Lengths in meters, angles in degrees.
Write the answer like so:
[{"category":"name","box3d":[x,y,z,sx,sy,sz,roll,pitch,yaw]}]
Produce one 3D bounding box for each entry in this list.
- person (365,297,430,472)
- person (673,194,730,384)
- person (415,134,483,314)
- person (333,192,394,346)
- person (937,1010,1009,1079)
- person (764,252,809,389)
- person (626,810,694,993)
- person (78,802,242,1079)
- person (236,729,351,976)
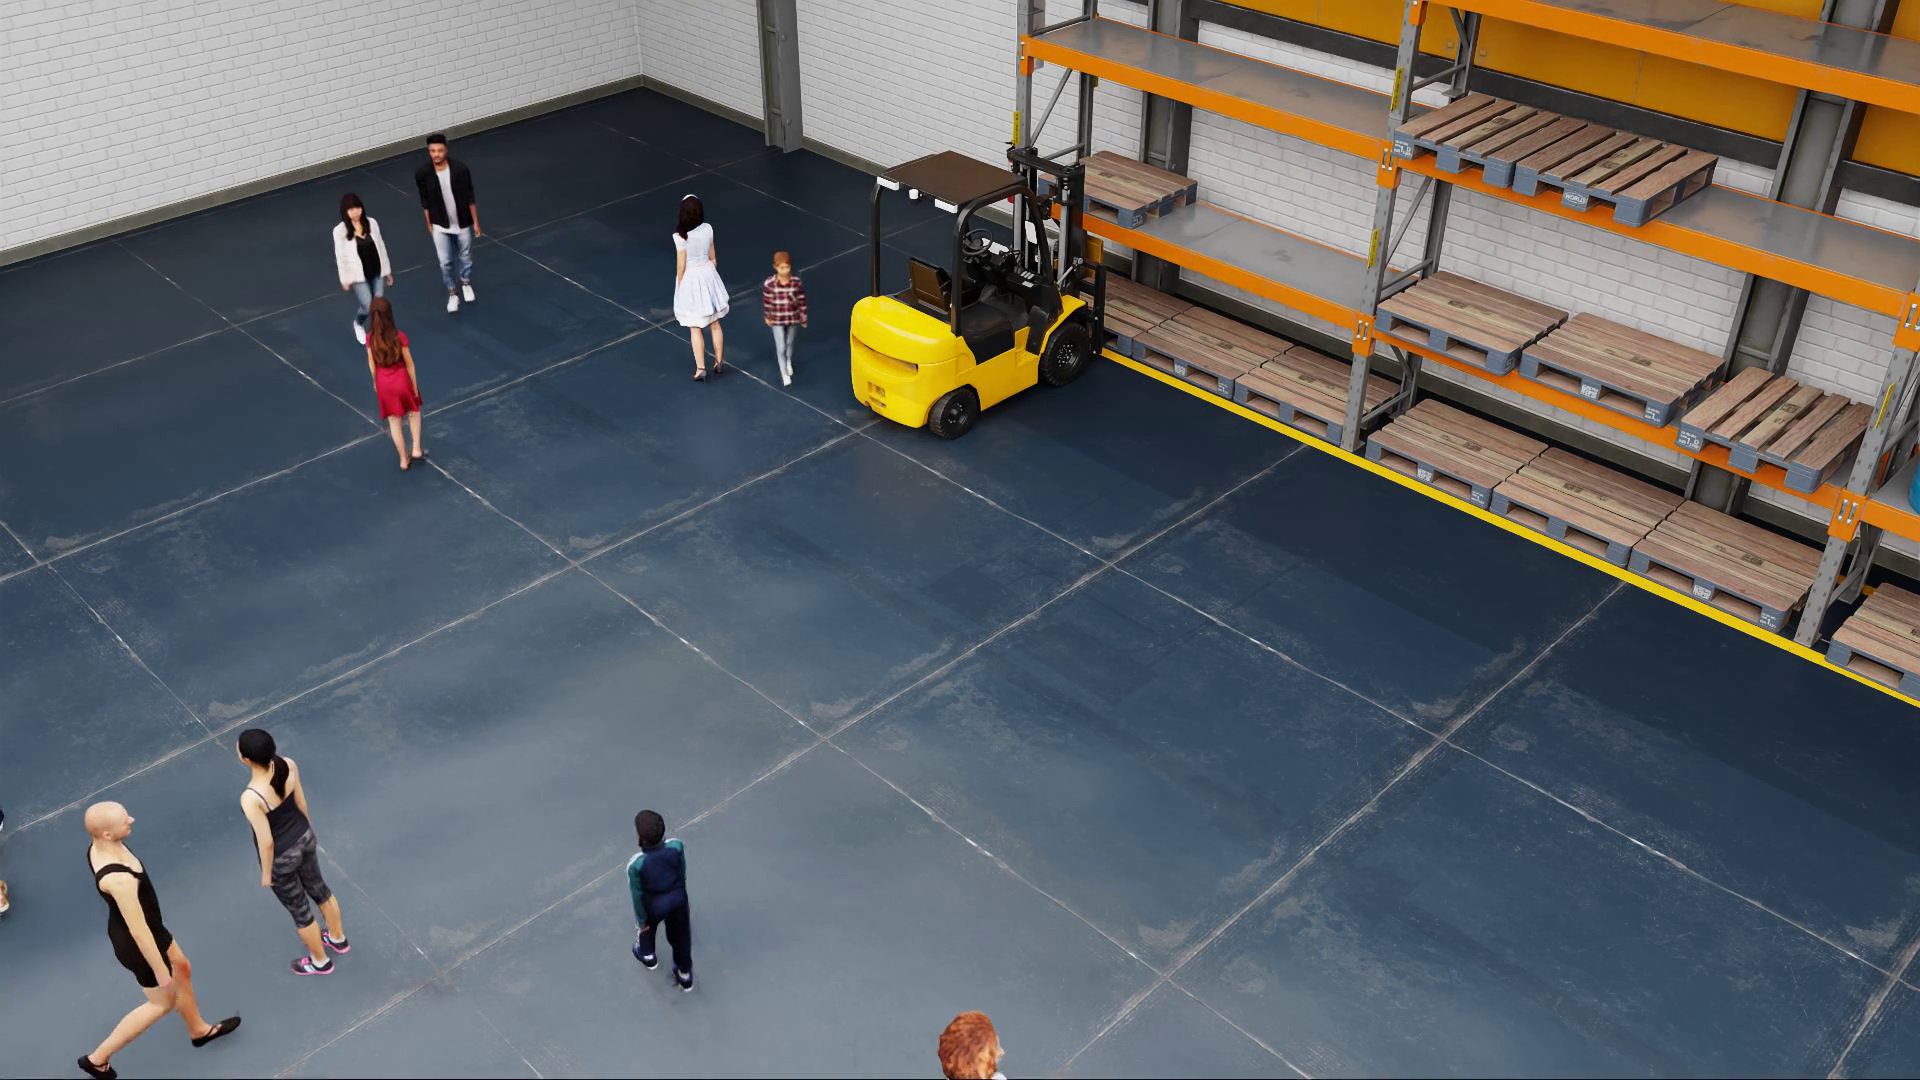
[{"category":"person","box3d":[-4.772,-1.278,14.011,0.688,1.538,0.751,-6,34,-8]},{"category":"person","box3d":[-2.396,-2.304,15.302,0.728,1.818,0.754,-23,40,-30]},{"category":"person","box3d":[-5.121,-3.268,16.772,0.897,1.795,0.970,-10,35,-15]},{"category":"person","box3d":[-5.709,-2.571,15.879,0.611,1.624,0.682,-28,43,-35]},{"category":"person","box3d":[-0.027,2.837,7.666,0.802,1.708,0.743,0,34,1]},{"category":"person","box3d":[-1.639,-2.098,15.479,0.802,1.279,0.954,-8,34,-12]},{"category":"person","box3d":[-1.633,2.044,9.283,0.597,1.240,0.740,-18,38,-25]},{"category":"person","box3d":[-4.368,2.125,8.664,0.855,1.790,1.014,-21,39,-29]},{"category":"person","box3d":[-3.745,1.743,9.296,0.672,1.727,0.658,10,35,15]}]
